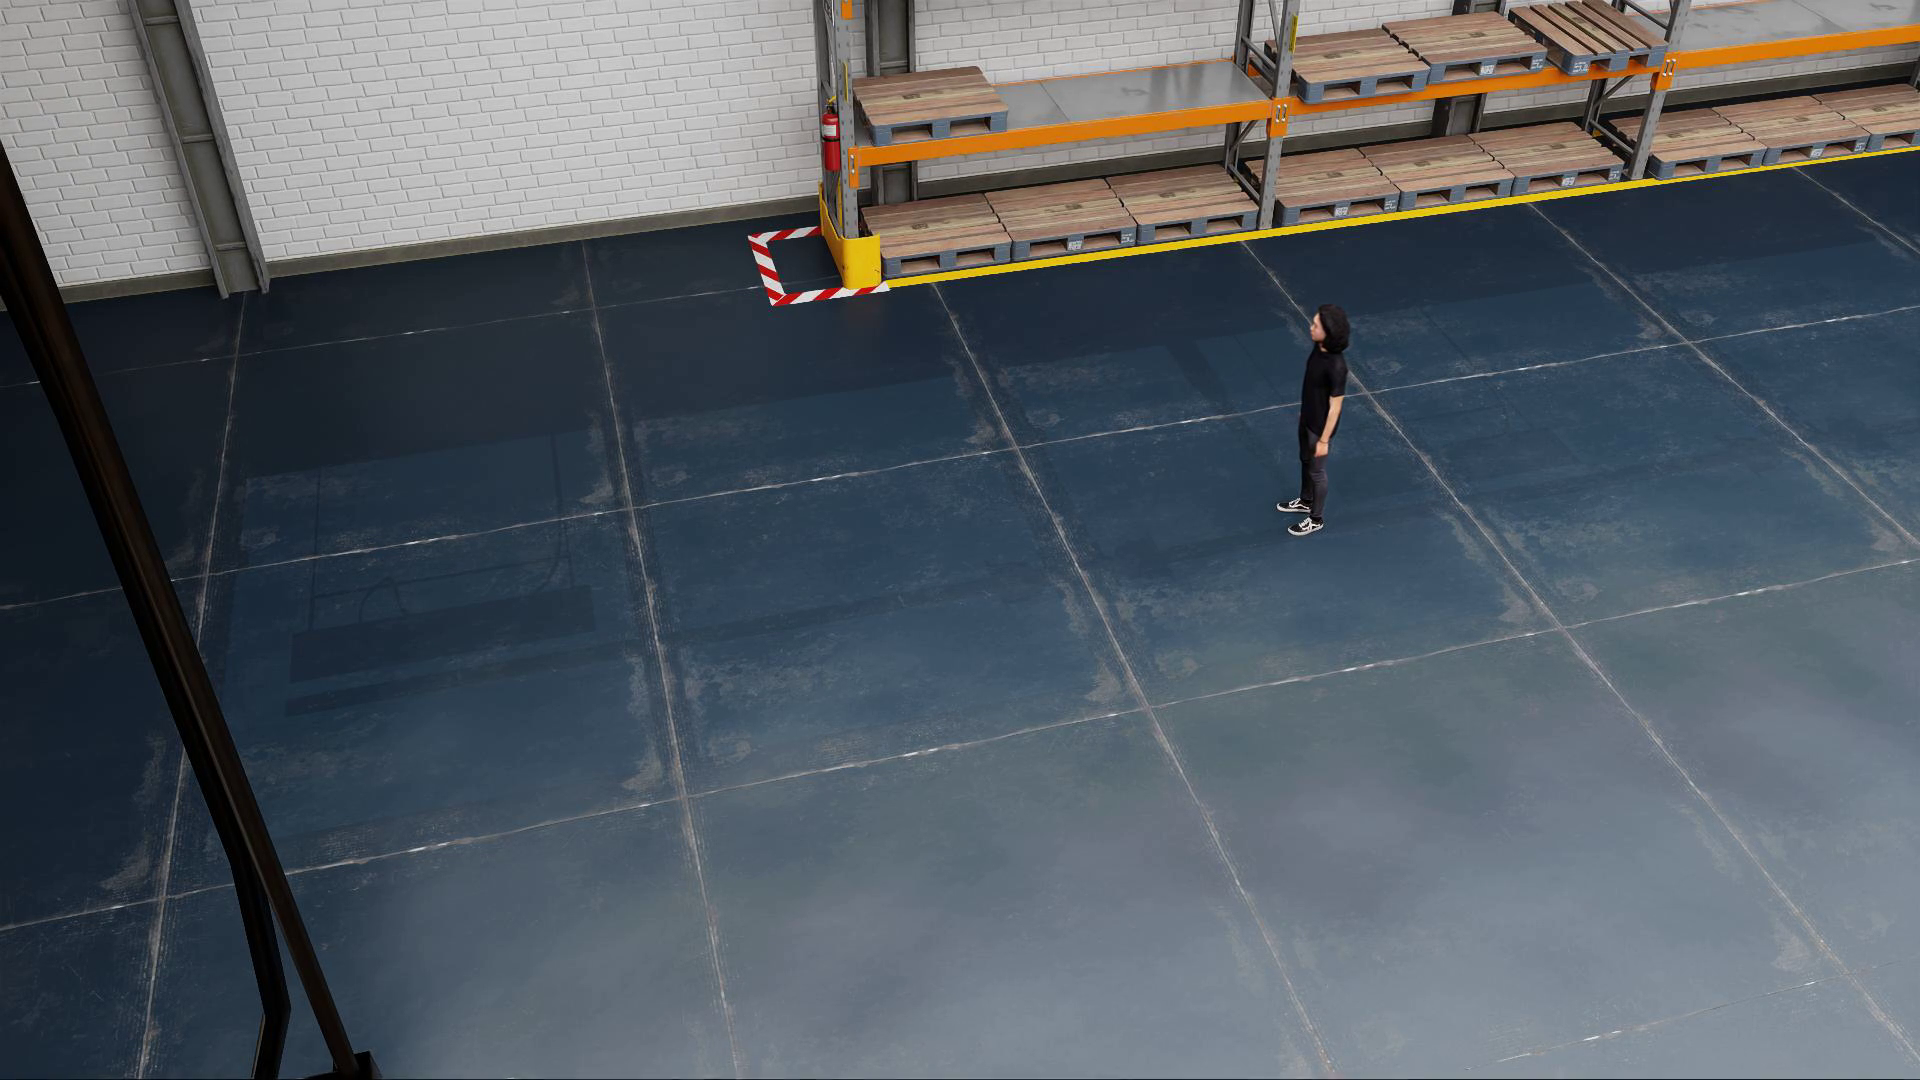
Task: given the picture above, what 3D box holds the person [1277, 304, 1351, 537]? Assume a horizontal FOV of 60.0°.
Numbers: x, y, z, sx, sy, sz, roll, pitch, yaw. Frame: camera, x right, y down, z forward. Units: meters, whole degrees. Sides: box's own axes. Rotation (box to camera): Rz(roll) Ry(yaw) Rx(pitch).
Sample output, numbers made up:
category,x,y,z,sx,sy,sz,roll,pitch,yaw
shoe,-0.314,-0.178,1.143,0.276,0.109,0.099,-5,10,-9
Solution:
category,x,y,z,sx,sy,sz,roll,pitch,yaw
person,2.535,-0.860,11.721,0.561,1.834,0.669,-4,39,-5
